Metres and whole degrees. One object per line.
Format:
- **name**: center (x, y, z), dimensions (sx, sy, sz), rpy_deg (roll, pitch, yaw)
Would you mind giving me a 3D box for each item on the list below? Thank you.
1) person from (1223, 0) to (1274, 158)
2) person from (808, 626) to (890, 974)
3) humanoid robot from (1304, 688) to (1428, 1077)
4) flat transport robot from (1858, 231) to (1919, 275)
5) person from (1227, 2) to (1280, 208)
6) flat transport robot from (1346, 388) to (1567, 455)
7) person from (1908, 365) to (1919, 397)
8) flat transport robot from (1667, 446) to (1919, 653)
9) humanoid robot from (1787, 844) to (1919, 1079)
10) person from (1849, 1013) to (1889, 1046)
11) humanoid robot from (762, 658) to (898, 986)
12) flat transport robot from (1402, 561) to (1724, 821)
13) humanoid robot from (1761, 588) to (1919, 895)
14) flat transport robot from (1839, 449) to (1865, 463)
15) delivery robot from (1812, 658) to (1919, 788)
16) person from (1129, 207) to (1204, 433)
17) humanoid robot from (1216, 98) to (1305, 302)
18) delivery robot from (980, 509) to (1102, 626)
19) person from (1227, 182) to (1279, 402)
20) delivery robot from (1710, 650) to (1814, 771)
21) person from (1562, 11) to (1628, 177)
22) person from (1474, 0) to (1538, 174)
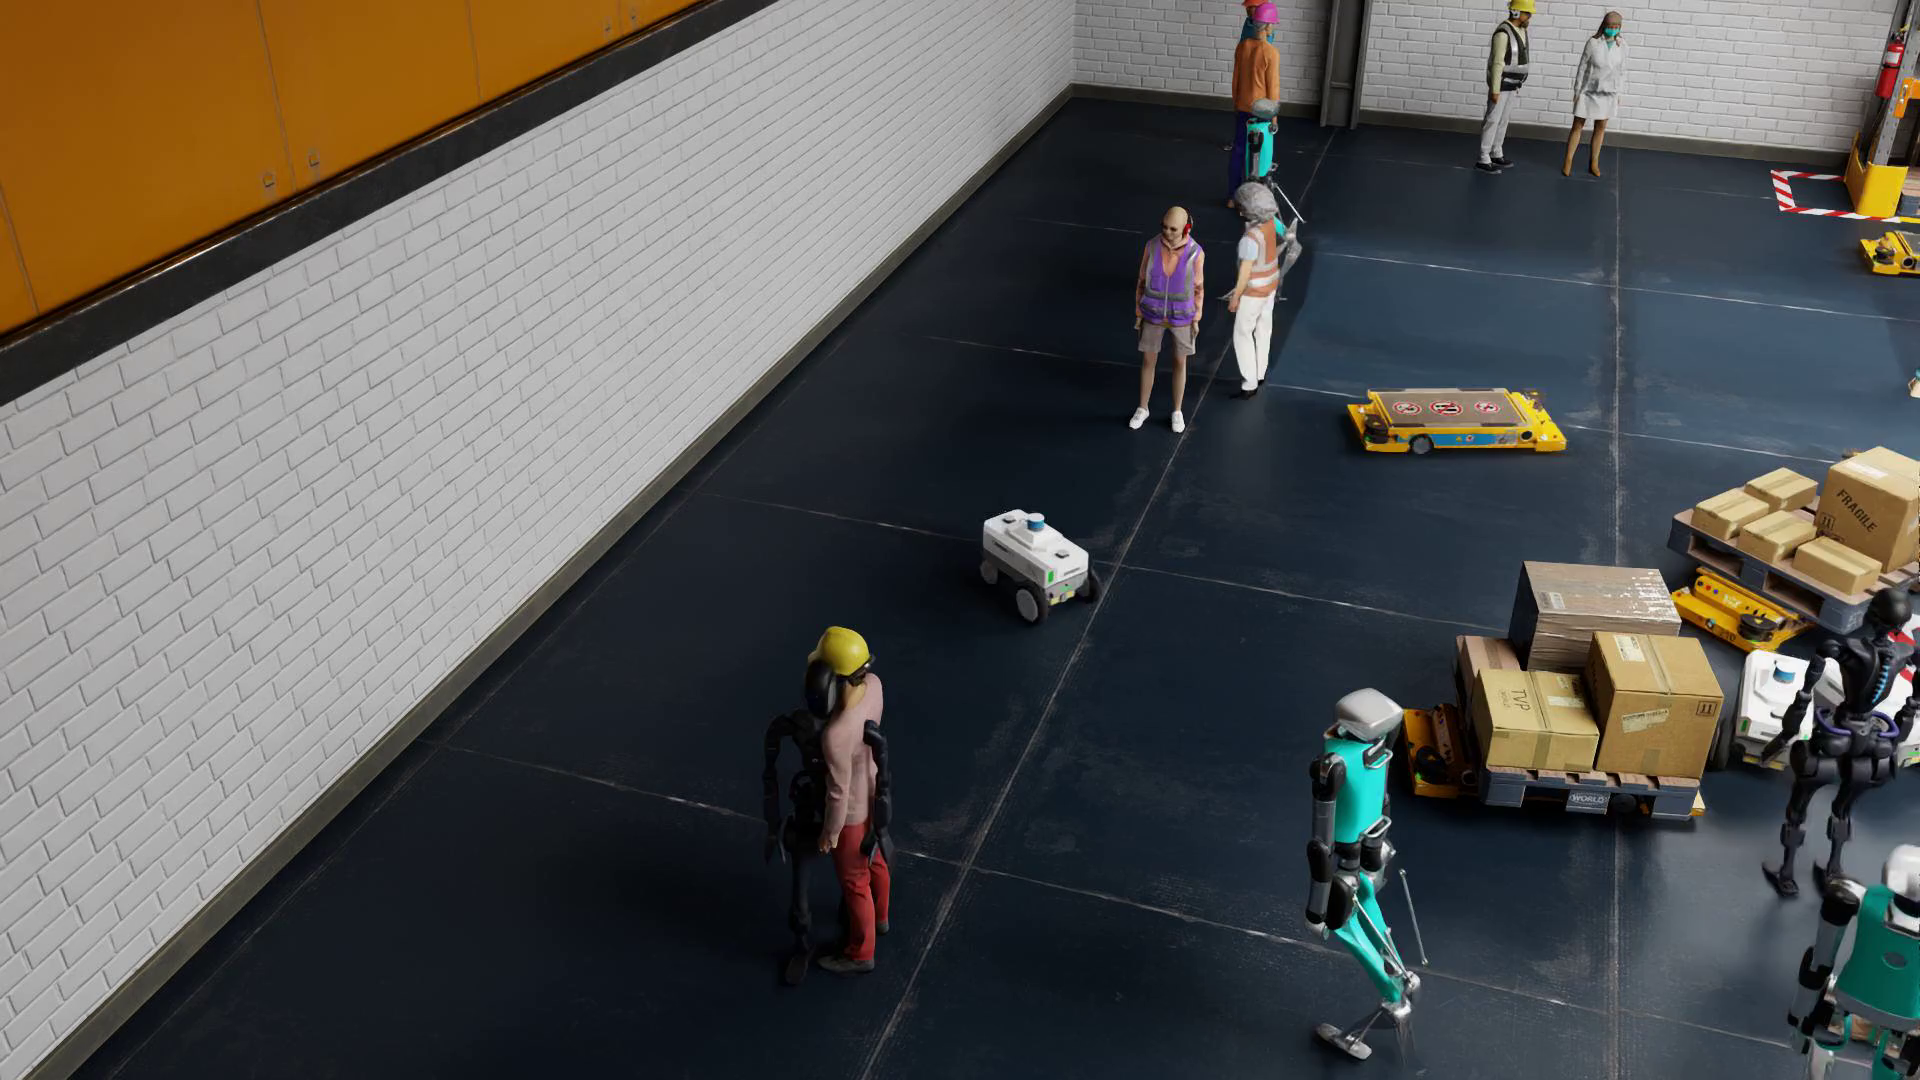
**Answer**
- **person**: center (3.062, -4.930, 17.542), dimensions (0.322, 1.754, 0.561), rpy_deg (-9, 32, -15)
- **person**: center (-0.480, 1.130, 7.225), dimensions (0.306, 1.768, 0.523), rpy_deg (8, 31, 14)
- **humanoid robot**: center (1.734, 1.524, 6.698), dimensions (0.771, 1.895, 0.553), rpy_deg (25, 38, 35)
- **flat transport robot**: center (8.921, -2.529, 14.929), dimensions (1.431, 0.231, 0.659), rpy_deg (7, 31, 13)
- **person**: center (2.843, -4.144, 15.993), dimensions (0.389, 1.978, 0.505), rpy_deg (-26, 39, -37)
- **flat transport robot**: center (3.600, -0.866, 12.098), dimensions (1.431, 0.231, 0.659), rpy_deg (0, 30, -1)
- **person**: center (7.490, -1.893, 12.282), dimensions (0.508, 1.862, 0.394), rpy_deg (15, 34, 24)
- **flat transport robot**: center (5.037, 0.280, 10.148), dimensions (1.431, 0.231, 0.659), rpy_deg (-18, 35, -28)
- **humanoid robot**: center (3.405, 1.735, 6.197), dimensions (0.536, 1.748, 0.756), rpy_deg (20, 36, 30)
- **person**: center (4.097, 1.425, 6.736), dimensions (0.758, 1.753, 0.467), rpy_deg (23, 37, 33)
- **humanoid robot**: center (-0.557, 1.224, 7.153), dimensions (0.589, 1.656, 0.336), rpy_deg (2, 30, 3)
- **flat transport robot**: center (3.084, 1.124, 8.713), dimensions (1.431, 0.231, 0.659), rpy_deg (4, 31, 6)
- **humanoid robot**: center (4.049, 0.929, 7.656), dimensions (0.593, 1.655, 0.353), rpy_deg (2, 31, 4)
- **flat transport robot**: center (6.061, -0.162, 10.902), dimensions (0.659, 0.231, 1.431), rpy_deg (16, 34, 25)
- **delivery robot**: center (4.860, 0.922, 8.786), dimensions (0.514, 0.606, 0.777), rpy_deg (-8, 31, -14)
- **person**: center (1.489, -1.577, 11.905), dimensions (0.480, 1.690, 0.347), rpy_deg (8, 31, 13)
- **humanoid robot**: center (2.627, -2.781, 13.929), dimensions (0.817, 1.798, 0.579), rpy_deg (9, 32, 16)
- **delivery robot**: center (0.467, 0.122, 10.126), dimensions (0.499, 0.585, 0.765), rpy_deg (-21, 36, -31)
- **person**: center (2.220, -1.896, 12.473), dimensions (0.321, 1.667, 0.604), rpy_deg (19, 35, 29)
- **delivery robot**: center (4.285, 0.929, 8.776), dimensions (0.499, 0.608, 0.801), rpy_deg (13, 33, 21)
- **person**: center (6.499, -4.540, 16.971), dimensions (0.480, 1.662, 0.338), rpy_deg (3, 31, 4)
- **person**: center (5.613, -4.696, 17.085), dimensions (0.403, 1.825, 0.589), rpy_deg (23, 37, 33)
